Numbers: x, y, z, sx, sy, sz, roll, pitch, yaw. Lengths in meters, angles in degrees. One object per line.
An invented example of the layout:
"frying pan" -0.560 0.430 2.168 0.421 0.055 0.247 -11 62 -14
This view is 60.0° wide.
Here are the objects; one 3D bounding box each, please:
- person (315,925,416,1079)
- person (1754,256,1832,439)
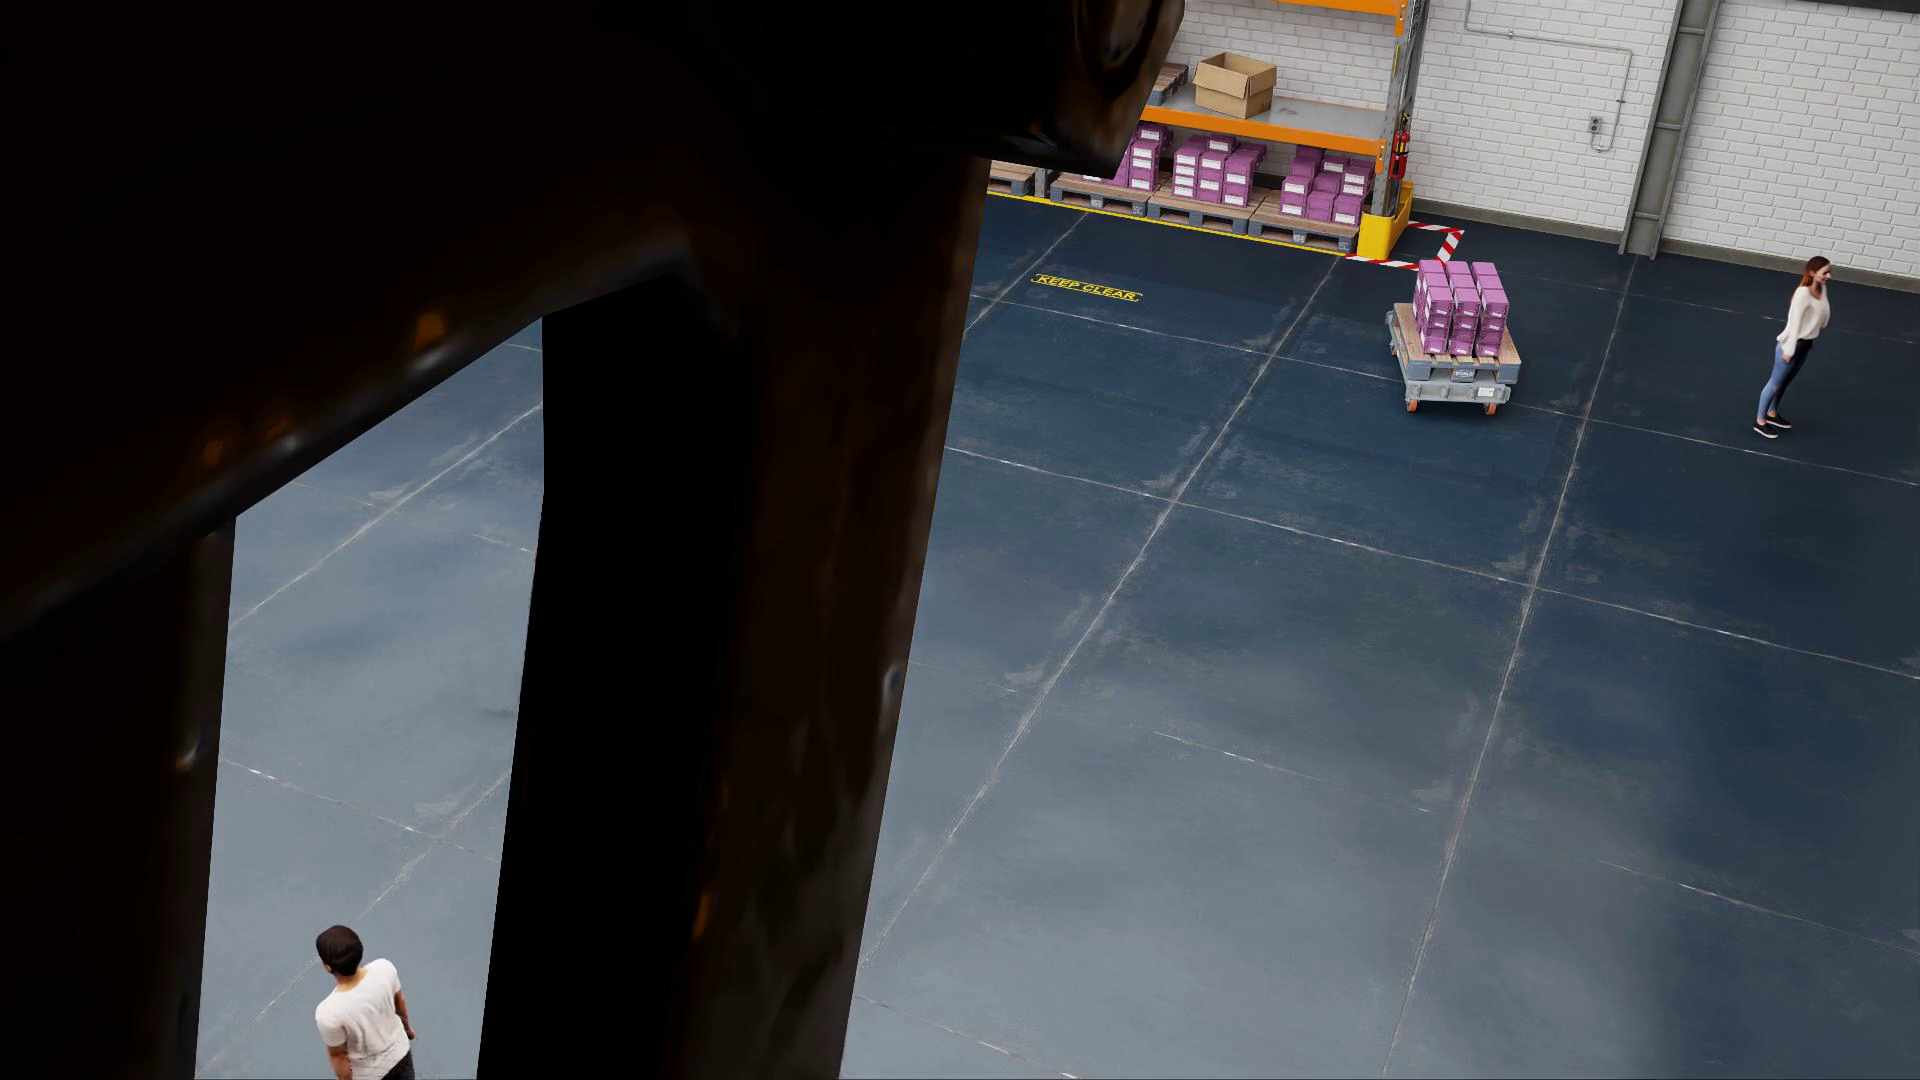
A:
"person" -2.878 2.607 8.312 1.070 1.696 0.743 21 39 28
"person" 7.455 -1.742 14.859 0.698 1.692 0.695 -24 41 -32
